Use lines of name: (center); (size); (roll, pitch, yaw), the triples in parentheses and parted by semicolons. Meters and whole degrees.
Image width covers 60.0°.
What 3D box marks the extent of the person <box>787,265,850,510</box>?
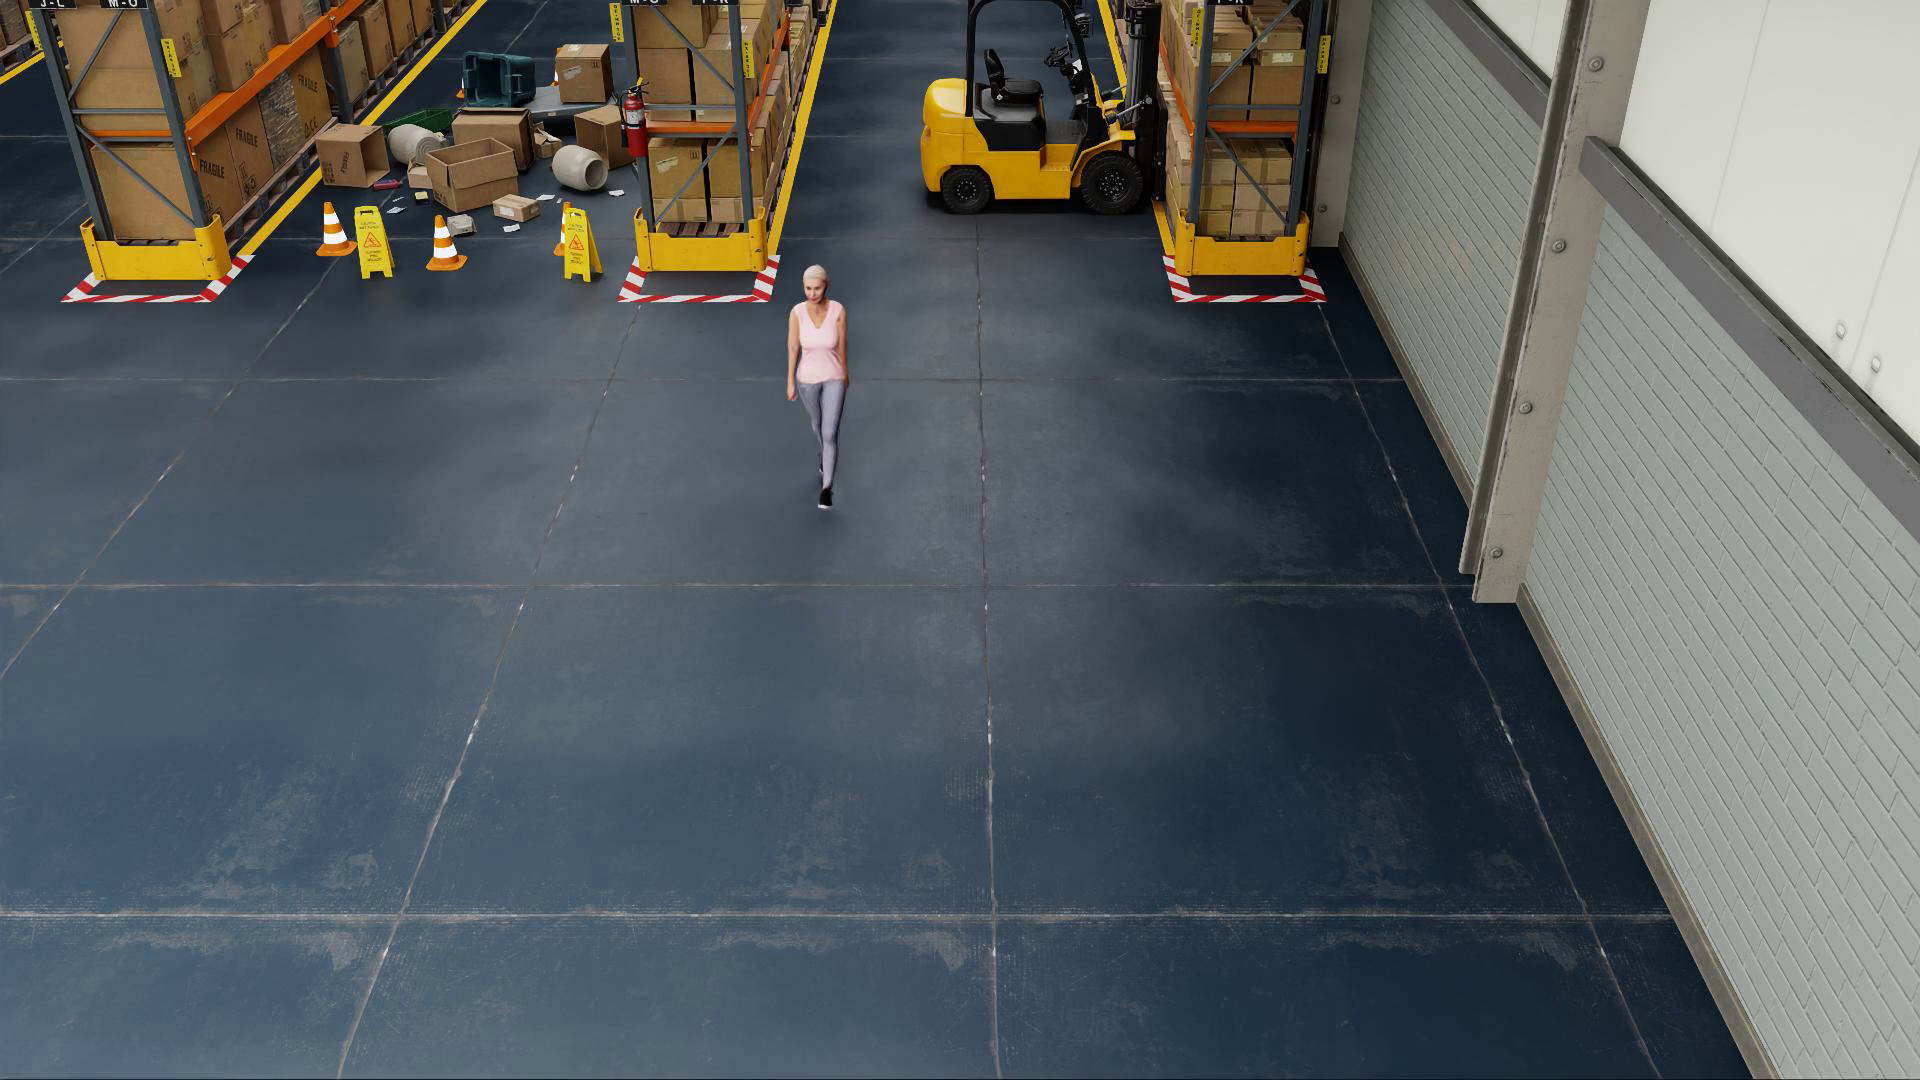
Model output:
person: (-0.967, -1.139, 11.637); (0.601, 1.679, 1.121); (2, 32, 3)
